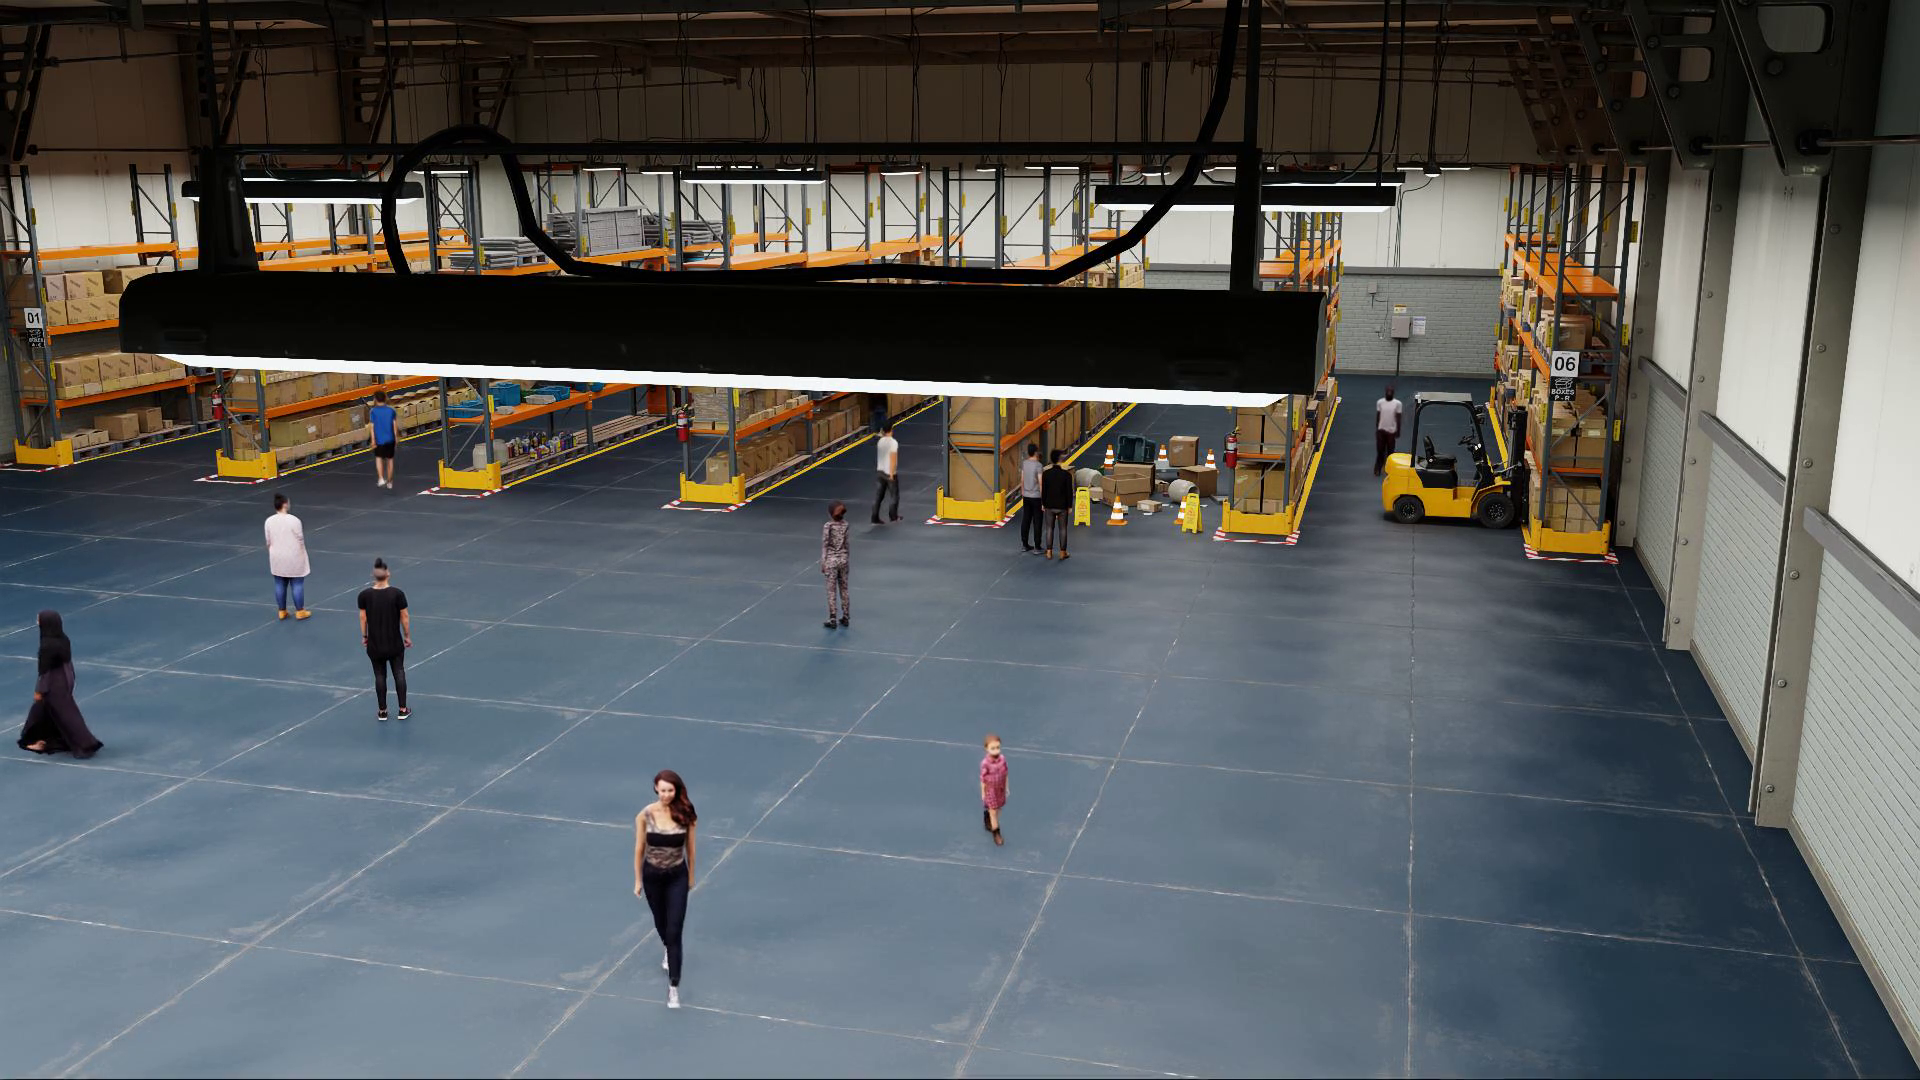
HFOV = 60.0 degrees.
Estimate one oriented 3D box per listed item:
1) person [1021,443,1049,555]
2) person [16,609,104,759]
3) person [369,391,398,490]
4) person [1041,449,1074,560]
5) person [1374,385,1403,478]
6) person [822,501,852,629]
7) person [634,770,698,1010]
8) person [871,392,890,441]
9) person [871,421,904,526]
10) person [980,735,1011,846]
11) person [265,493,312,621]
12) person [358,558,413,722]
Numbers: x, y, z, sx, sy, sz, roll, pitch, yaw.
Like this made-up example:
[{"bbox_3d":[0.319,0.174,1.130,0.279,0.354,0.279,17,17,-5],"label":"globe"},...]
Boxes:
[{"bbox_3d":[1.167,-0.675,26.468,0.709,1.754,0.704,-12,18,-42],"label":"person"},{"bbox_3d":[-9.359,1.506,17.376,0.962,1.606,1.115,-2,13,-7],"label":"person"},{"bbox_3d":[-10.887,-1.887,31.486,0.815,1.851,0.873,-6,14,-25],"label":"person"},{"bbox_3d":[1.515,-0.568,26.075,0.651,1.722,0.515,3,13,13],"label":"person"},{"bbox_3d":[8.418,-2.121,32.653,0.849,1.781,1.219,7,15,27],"label":"person"},{"bbox_3d":[-1.651,0.316,22.270,0.647,1.716,0.723,-10,17,-38],"label":"person"},{"bbox_3d":[-2.236,2.556,12.579,0.922,1.726,1.257,-2,13,-7],"label":"person"},{"bbox_3d":[-1.783,-2.885,36.622,0.590,1.479,0.629,5,14,19],"label":"person"},{"bbox_3d":[-1.315,-1.109,28.324,1.003,1.762,0.864,-12,18,-42],"label":"person"},{"bbox_3d":[0.315,2.275,15.381,0.667,1.008,0.755,-6,14,-23],"label":"person"},{"bbox_3d":[-9.169,0.219,22.633,0.726,1.741,0.665,2,13,7],"label":"person"},{"bbox_3d":[-6.419,1.090,18.592,0.768,1.869,0.756,-3,13,-12],"label":"person"}]
